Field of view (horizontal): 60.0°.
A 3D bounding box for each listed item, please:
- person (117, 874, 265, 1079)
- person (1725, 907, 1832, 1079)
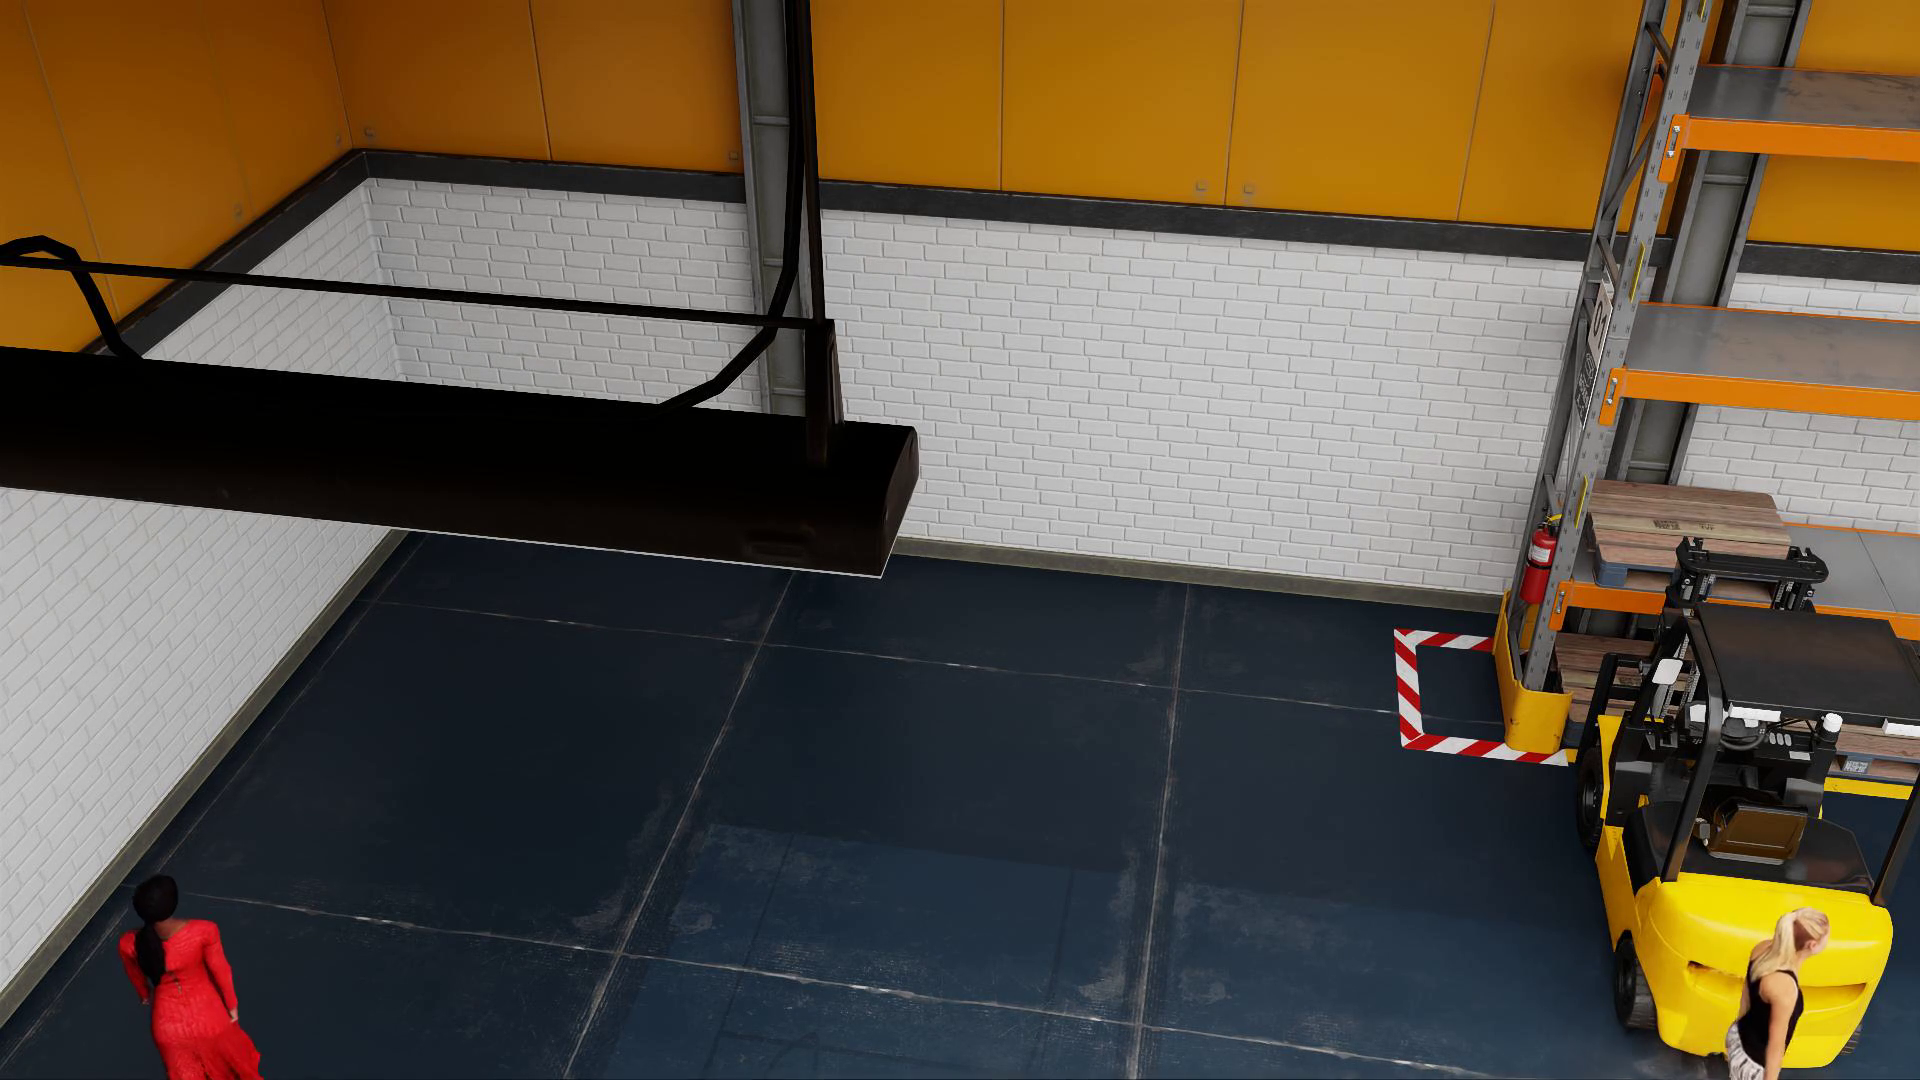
[{"bbox_3d":[-3.702,2.396,8.001,1.118,1.746,1.054,-13,36,-19],"label":"person"},{"bbox_3d":[3.664,2.428,7.873,0.960,1.823,0.665,10,35,14],"label":"person"}]
